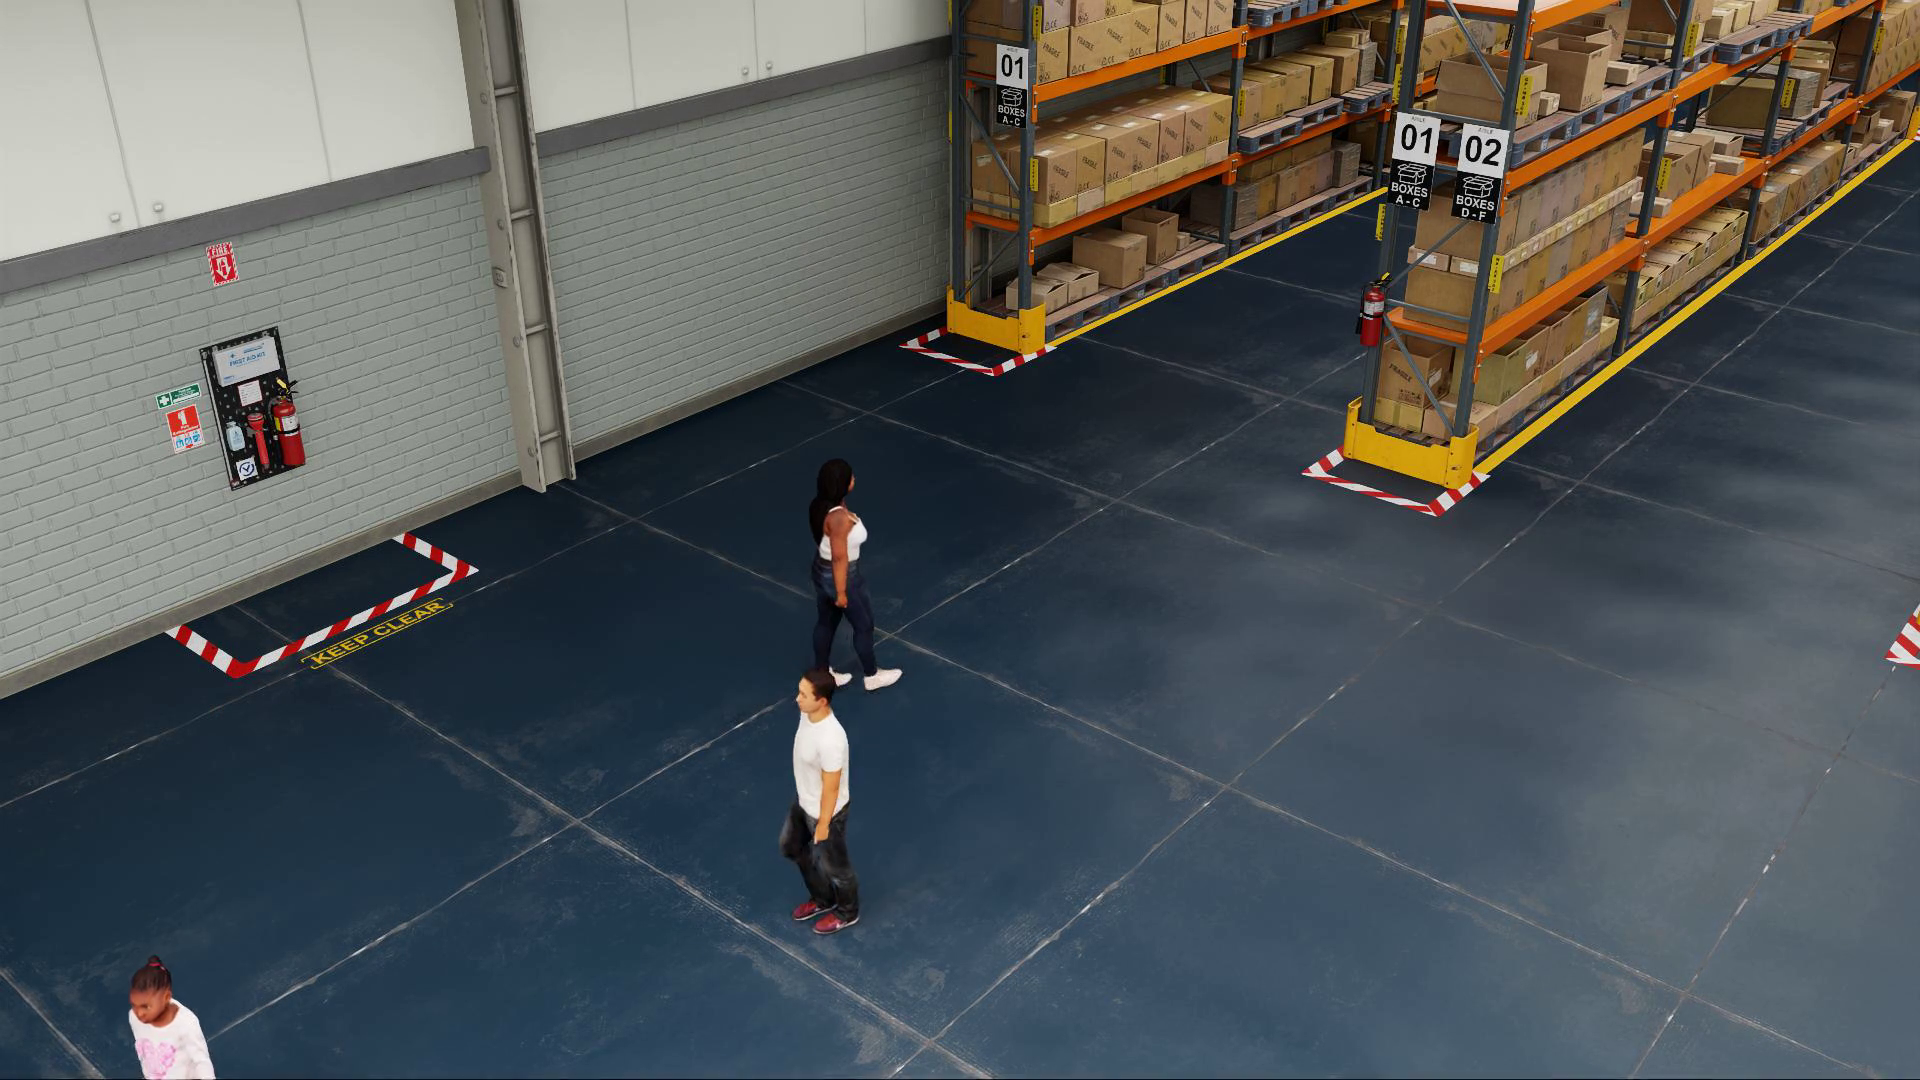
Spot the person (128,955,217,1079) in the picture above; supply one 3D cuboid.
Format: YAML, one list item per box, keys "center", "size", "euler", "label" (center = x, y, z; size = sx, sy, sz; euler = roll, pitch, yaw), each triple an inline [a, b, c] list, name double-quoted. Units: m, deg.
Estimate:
- center: [-3.619, 2.509, 7.833]
  size: [0.727, 1.436, 0.887]
  euler: [9, 29, 16]
  label: "person"

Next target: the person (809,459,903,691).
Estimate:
- center: [-0.936, 0.293, 11.614]
  size: [0.971, 1.793, 0.862]
  euler: [-11, 30, -20]
  label: "person"

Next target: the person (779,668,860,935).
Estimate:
- center: [-0.694, 1.464, 9.414]
  size: [0.781, 1.795, 0.759]
  euler: [-13, 31, -22]
  label: "person"
